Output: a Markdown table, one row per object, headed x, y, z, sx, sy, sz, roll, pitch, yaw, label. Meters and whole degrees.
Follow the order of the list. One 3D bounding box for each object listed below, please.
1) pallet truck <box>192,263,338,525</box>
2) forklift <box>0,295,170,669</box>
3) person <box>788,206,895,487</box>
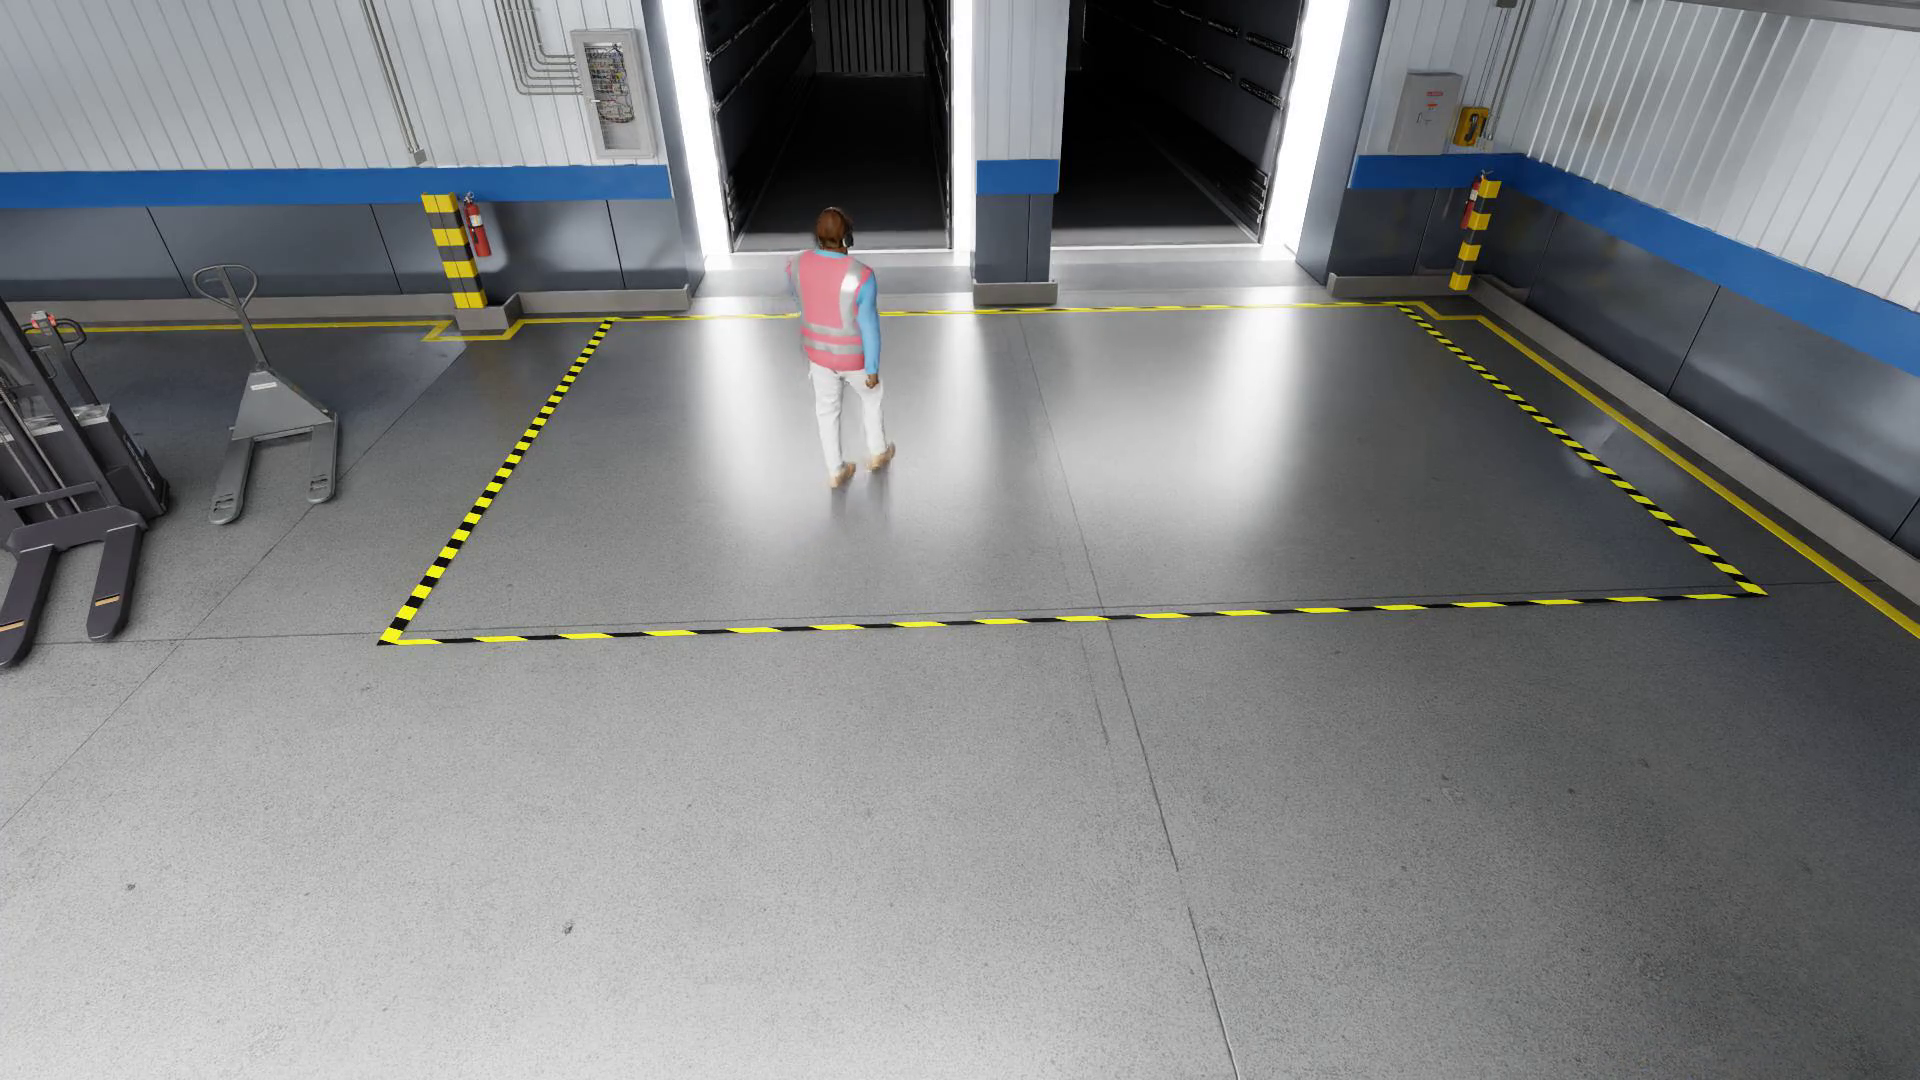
| x | y | z | sx | sy | sz | roll | pitch | yaw | label |
| --- | --- | --- | --- | --- | --- | --- | --- | --- | --- |
| -4.778 | -1.027 | 6.128 | 0.680 | 1.201 | 1.601 | -17 | 38 | -23 | pallet truck |
| -5.212 | -0.618 | 4.878 | 0.823 | 1.965 | 1.885 | -20 | 39 | -26 | forklift |
| -0.718 | -1.240 | 5.929 | 0.629 | 1.822 | 0.630 | 12 | 37 | 17 | person |
